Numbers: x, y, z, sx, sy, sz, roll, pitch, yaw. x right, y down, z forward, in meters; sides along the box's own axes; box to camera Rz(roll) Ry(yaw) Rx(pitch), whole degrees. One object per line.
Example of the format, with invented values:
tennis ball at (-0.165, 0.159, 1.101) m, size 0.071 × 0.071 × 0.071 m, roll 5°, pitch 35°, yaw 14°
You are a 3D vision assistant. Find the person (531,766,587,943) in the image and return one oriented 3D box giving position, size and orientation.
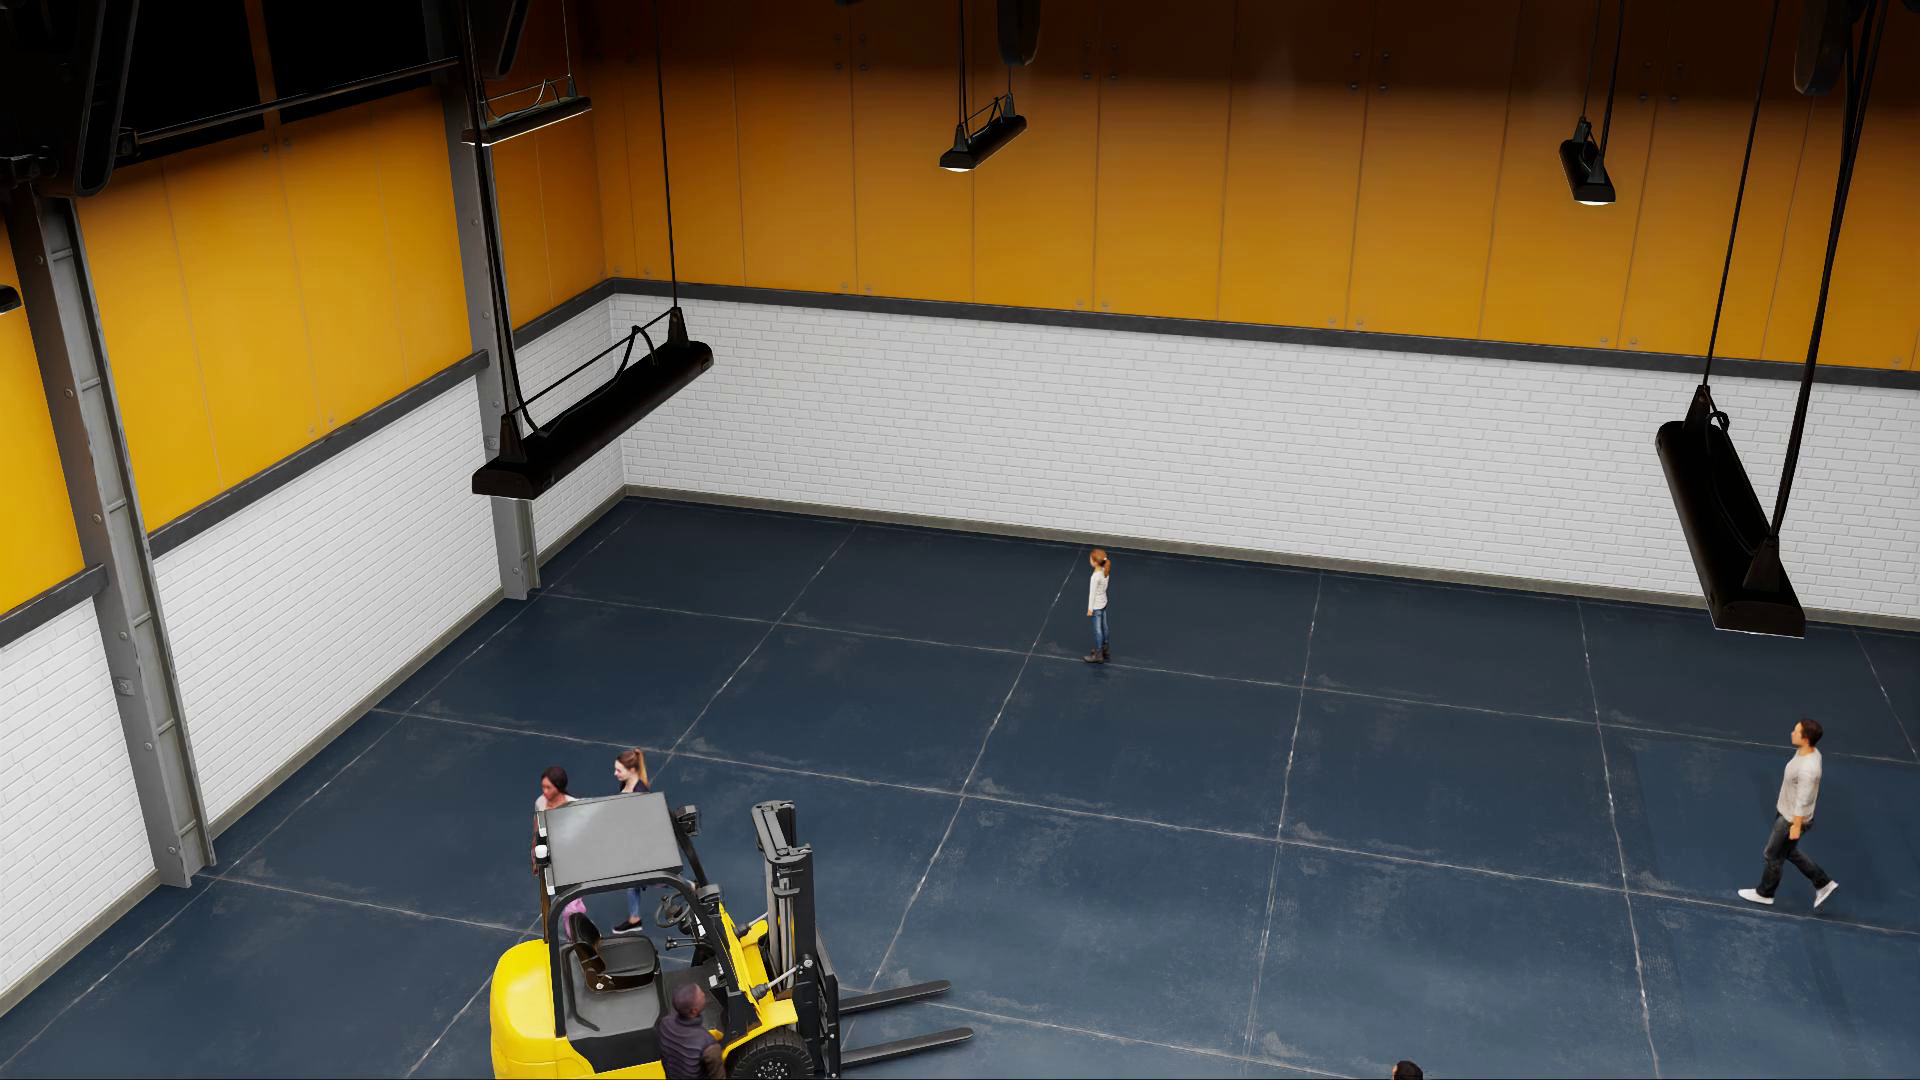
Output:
person at (-3.143, 2.554, 13.444) m, size 0.646 × 1.723 × 0.802 m, roll 8°, pitch 25°, yaw 18°

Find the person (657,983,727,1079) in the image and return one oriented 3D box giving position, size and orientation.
person at (-1.722, 3.648, 10.800) m, size 0.772 × 1.835 × 0.732 m, roll 17°, pitch 29°, yaw 34°

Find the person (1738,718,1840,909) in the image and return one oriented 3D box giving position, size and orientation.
person at (7.072, 2.321, 13.890) m, size 0.819 × 1.793 × 0.949 m, roll 11°, pitch 26°, yaw 23°

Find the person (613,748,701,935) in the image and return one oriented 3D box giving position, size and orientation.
person at (-2.542, 2.475, 13.698) m, size 1.116 × 1.665 × 1.035 m, roll -17°, pitch 29°, yaw -33°

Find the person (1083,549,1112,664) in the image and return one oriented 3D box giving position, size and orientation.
person at (1.523, 0.716, 18.161) m, size 0.565 × 1.312 × 0.460 m, roll 12°, pitch 27°, yaw 26°
